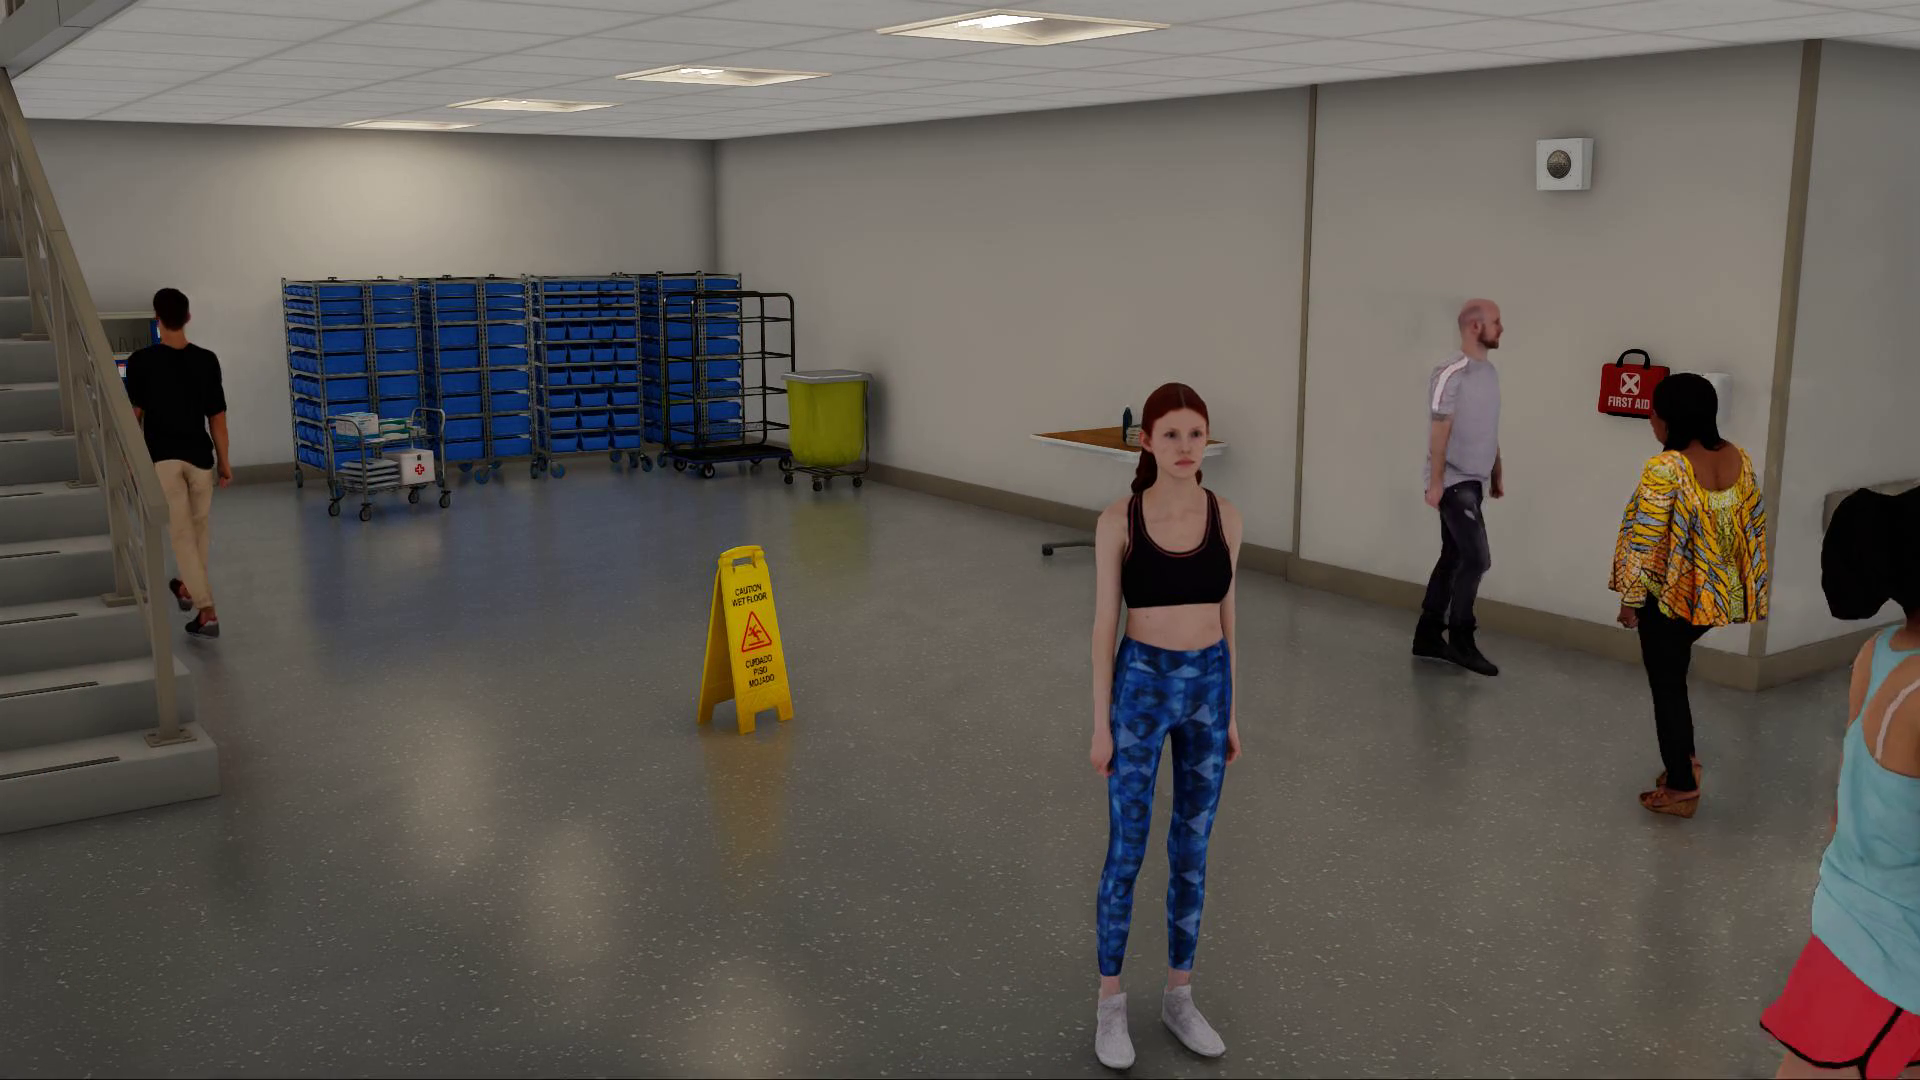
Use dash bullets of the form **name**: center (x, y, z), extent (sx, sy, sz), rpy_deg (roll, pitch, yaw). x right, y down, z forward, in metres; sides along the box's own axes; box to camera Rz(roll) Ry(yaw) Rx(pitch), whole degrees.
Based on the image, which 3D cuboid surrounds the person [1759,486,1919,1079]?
- **person**: center (1.538, 0.788, 2.933), extent (1.240, 1.709, 1.111), rpy_deg (3, 11, 15)

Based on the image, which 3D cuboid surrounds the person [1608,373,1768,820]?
- **person**: center (2.706, 0.236, 6.068), extent (0.707, 1.625, 0.727), rpy_deg (-6, 12, -30)

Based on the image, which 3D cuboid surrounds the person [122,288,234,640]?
- **person**: center (-4.060, -0.363, 8.733), extent (1.170, 1.809, 0.772), rpy_deg (10, 15, 43)

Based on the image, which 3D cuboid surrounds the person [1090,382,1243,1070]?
- **person**: center (0.542, 0.483, 4.339), extent (0.645, 1.784, 0.659), rpy_deg (-3, 11, -15)

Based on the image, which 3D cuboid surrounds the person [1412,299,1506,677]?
- **person**: center (2.400, -0.278, 8.267), extent (0.840, 1.815, 0.764), rpy_deg (10, 15, 42)
